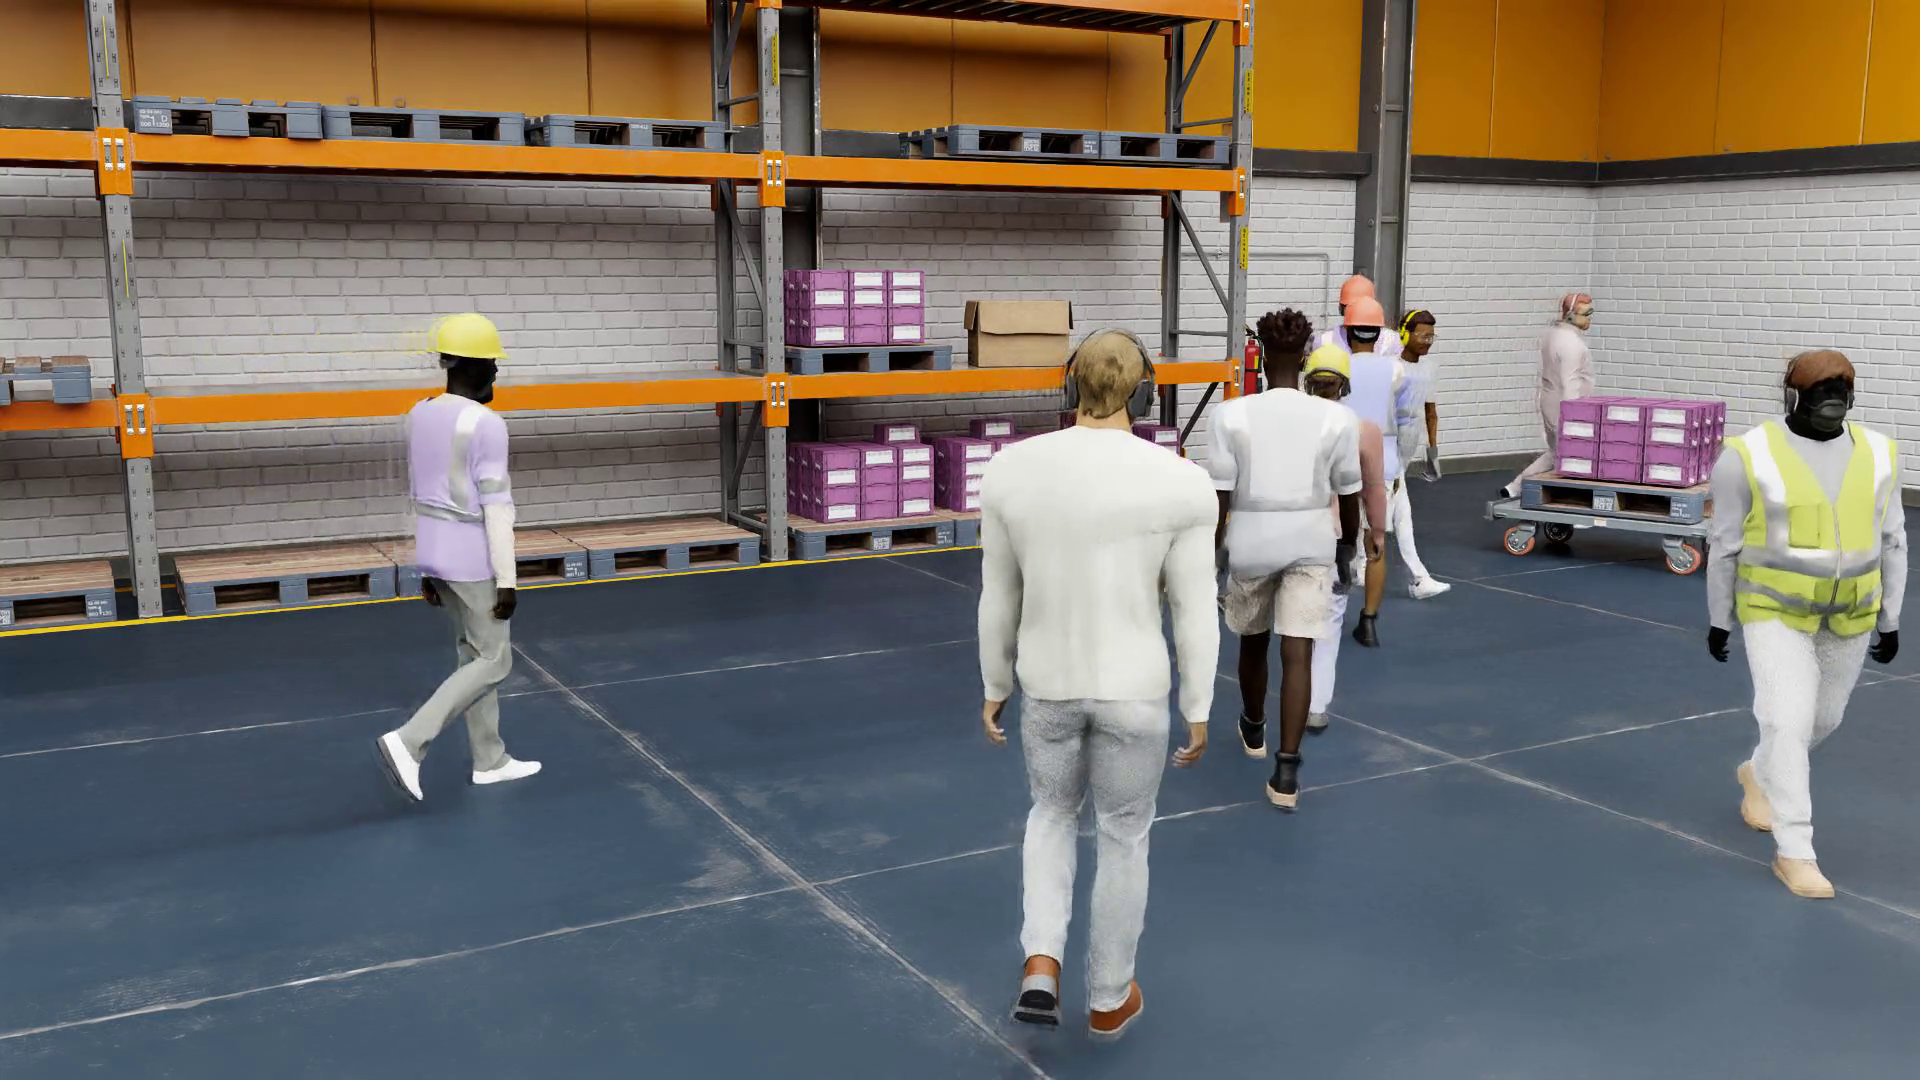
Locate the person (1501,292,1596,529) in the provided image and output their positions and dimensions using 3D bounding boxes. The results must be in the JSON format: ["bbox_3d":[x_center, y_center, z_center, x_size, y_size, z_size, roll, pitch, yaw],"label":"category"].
[{"bbox_3d":[4.690,-1.002,13.067,0.620,1.883,0.684,1,9,3],"label":"person"}]

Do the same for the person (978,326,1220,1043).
[{"bbox_3d":[0.360,0.403,4.379,0.645,1.920,0.488,3,10,18],"label":"person"}]

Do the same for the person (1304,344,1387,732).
[{"bbox_3d":[1.676,-0.040,7.647,0.551,1.701,0.912,3,10,17],"label":"person"}]

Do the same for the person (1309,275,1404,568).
[{"bbox_3d":[2.680,-0.767,11.238,0.639,2.014,0.740,2,9,10],"label":"person"}]

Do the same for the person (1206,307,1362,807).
[{"bbox_3d":[1.279,0.036,6.659,0.615,1.910,1.015,1,9,8],"label":"person"}]

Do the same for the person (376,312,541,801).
[{"bbox_3d":[-1.964,0.078,6.435,0.587,1.906,0.681,8,12,40],"label":"person"}]

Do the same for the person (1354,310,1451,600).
[{"bbox_3d":[2.786,-0.541,10.490,0.497,1.802,0.960,-6,11,-31],"label":"person"}]

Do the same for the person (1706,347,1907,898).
[{"bbox_3d":[2.897,0.235,5.750,0.630,1.811,0.875,0,9,2],"label":"person"}]

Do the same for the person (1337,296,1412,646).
[{"bbox_3d":[2.223,-0.399,9.317,0.555,1.908,0.806,0,9,3],"label":"person"}]
